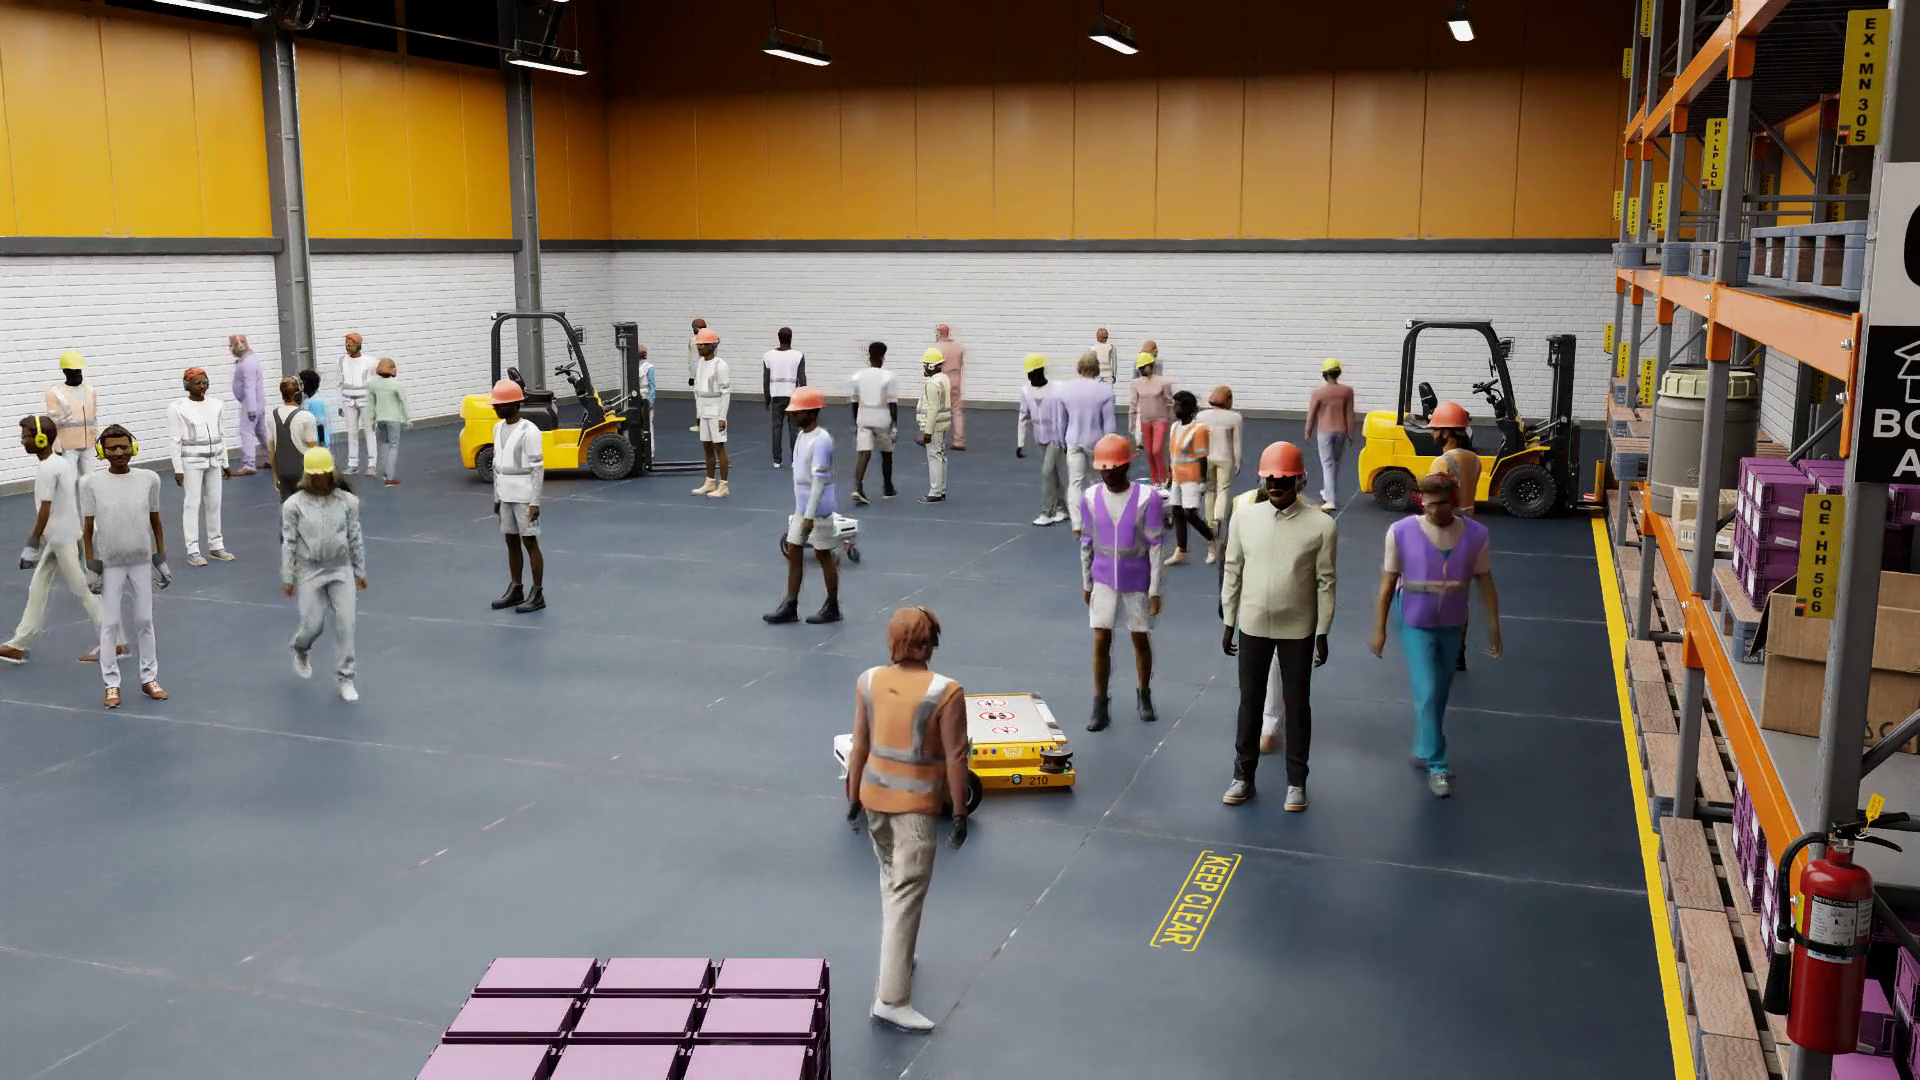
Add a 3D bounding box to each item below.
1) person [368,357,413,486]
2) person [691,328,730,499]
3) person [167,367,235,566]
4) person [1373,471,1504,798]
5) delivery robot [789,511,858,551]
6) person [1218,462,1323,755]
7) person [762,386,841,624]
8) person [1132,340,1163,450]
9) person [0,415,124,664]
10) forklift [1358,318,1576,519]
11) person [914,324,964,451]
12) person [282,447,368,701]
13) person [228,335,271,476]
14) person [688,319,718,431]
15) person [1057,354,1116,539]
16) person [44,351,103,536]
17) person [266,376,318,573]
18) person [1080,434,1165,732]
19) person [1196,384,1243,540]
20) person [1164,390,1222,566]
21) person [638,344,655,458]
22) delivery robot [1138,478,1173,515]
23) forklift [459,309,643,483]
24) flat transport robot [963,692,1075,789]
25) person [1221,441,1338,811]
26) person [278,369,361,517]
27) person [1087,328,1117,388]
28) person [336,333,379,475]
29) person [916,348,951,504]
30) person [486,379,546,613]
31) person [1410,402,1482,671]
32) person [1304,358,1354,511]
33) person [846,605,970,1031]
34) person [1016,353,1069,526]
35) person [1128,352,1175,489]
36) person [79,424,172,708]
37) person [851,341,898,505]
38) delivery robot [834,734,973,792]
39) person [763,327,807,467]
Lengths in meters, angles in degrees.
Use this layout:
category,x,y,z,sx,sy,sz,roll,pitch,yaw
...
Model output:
category,x,y,z,sx,sy,sz,roll,pitch,yaw
person,-7.204,-1.499,21.073,0.507,1.618,0.517,3,11,17
person,-2.998,-1.516,19.951,0.395,2.044,0.609,-9,13,-40
person,-7.217,-0.706,15.836,0.343,1.882,0.585,6,12,31
person,2.679,0.506,9.235,0.692,1.795,0.726,-1,10,-8
delivery robot,-1.313,-0.115,15.987,0.707,0.478,0.477,9,14,42
person,1.929,0.343,10.160,0.657,1.813,0.782,6,12,32
person,-1.248,-0.255,13.239,0.598,1.932,0.560,-6,12,-30
person,2.784,-2.136,24.597,0.507,1.630,0.268,7,12,34
person,-6.568,0.021,11.922,0.969,1.817,0.498,-5,11,-26
forklift,5.787,-1.437,19.079,2.313,2.155,1.214,3,11,19
person,-0.267,-2.274,24.718,0.658,1.861,0.952,-8,13,-37
person,-4.283,0.206,11.163,0.512,1.719,0.580,-7,12,-35
person,-9.461,-1.804,22.149,0.556,1.857,0.808,-3,11,-18
person,-4.220,-2.688,27.139,0.429,1.838,0.621,5,11,28
person,1.354,-0.995,17.435,0.643,1.887,1.007,3,11,17
person,-9.243,-1.009,17.424,0.367,1.927,0.584,4,11,21
person,-6.067,-0.581,15.243,0.514,1.845,0.338,2,10,13
person,1.033,0.258,10.499,0.564,1.887,0.685,4,11,21
person,2.659,-0.813,17.220,0.502,1.600,0.731,3,11,18
person,2.167,-0.572,15.652,0.435,1.682,0.545,-4,11,-24
person,-4.529,-1.958,23.588,0.538,1.638,0.317,7,12,33
delivery robot,1.940,-0.412,17.658,0.707,0.478,0.477,-9,14,-42
forklift,-5.354,-1.902,21.697,2.313,2.155,1.214,-2,10,-13
flat transport robot,0.240,1.158,9.878,0.652,0.197,1.431,-1,10,-6
person,1.705,0.461,8.956,0.612,1.995,0.377,4,11,21
person,-7.194,-1.090,18.648,0.874,1.655,0.540,-5,11,-25
person,2.388,-2.742,27.992,0.516,1.641,0.308,0,10,-1
person,-7.926,-1.786,21.923,0.576,1.881,0.352,1,10,5
person,-0.310,-1.337,19.533,0.403,1.833,0.590,2,10,13
person,-3.678,-0.361,13.751,0.548,1.934,0.375,8,13,37
person,3.417,-0.004,11.739,0.367,1.933,0.553,9,14,42
person,4.238,-1.235,19.237,0.535,1.729,0.790,-2,10,-12
person,-0.225,1.077,6.622,0.574,1.598,0.618,7,12,35
person,0.929,-1.089,18.045,0.605,1.858,0.812,8,13,38
person,2.362,-1.440,20.403,0.540,1.726,0.559,6,12,31
person,-5.502,0.160,10.999,0.520,1.873,0.335,-8,13,-37
person,-1.023,-1.381,19.583,0.608,1.917,1.007,3,11,17
delivery robot,-0.305,1.146,8.887,0.707,0.478,0.477,-4,11,-19
person,-2.386,-1.942,22.704,0.597,1.916,0.371,2,10,9
